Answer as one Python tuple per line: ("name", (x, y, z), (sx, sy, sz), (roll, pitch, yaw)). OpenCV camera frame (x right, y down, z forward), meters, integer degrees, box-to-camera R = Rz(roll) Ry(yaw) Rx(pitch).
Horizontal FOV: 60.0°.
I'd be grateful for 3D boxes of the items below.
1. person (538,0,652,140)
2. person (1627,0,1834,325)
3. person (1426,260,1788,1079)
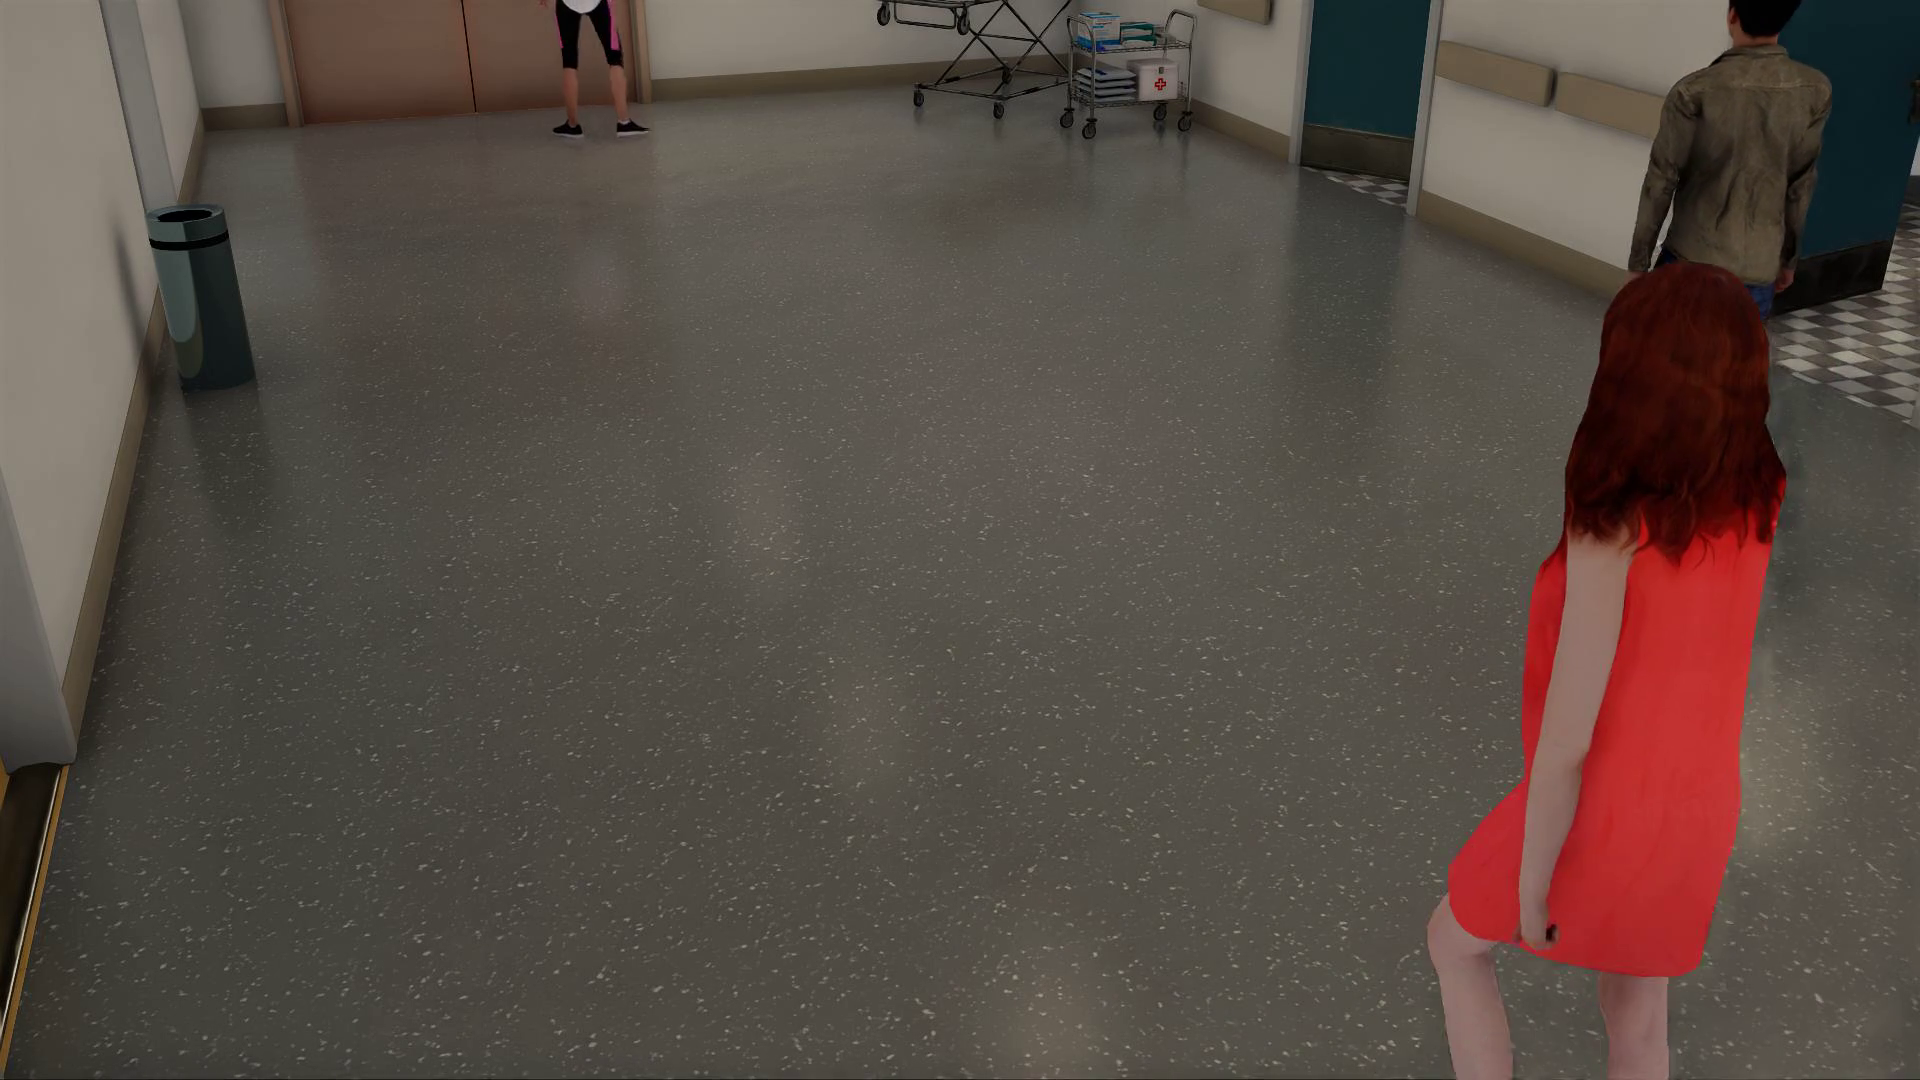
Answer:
("person", (-2.532, -3.537, 10.941), (0.918, 1.775, 0.776), (-7, 27, -14))
("person", (2.423, -0.839, 5.256), (0.932, 1.854, 1.094), (1, 26, 3))
("person", (1.067, 0.498, 2.528), (0.633, 1.814, 0.637), (-11, 28, -22))
